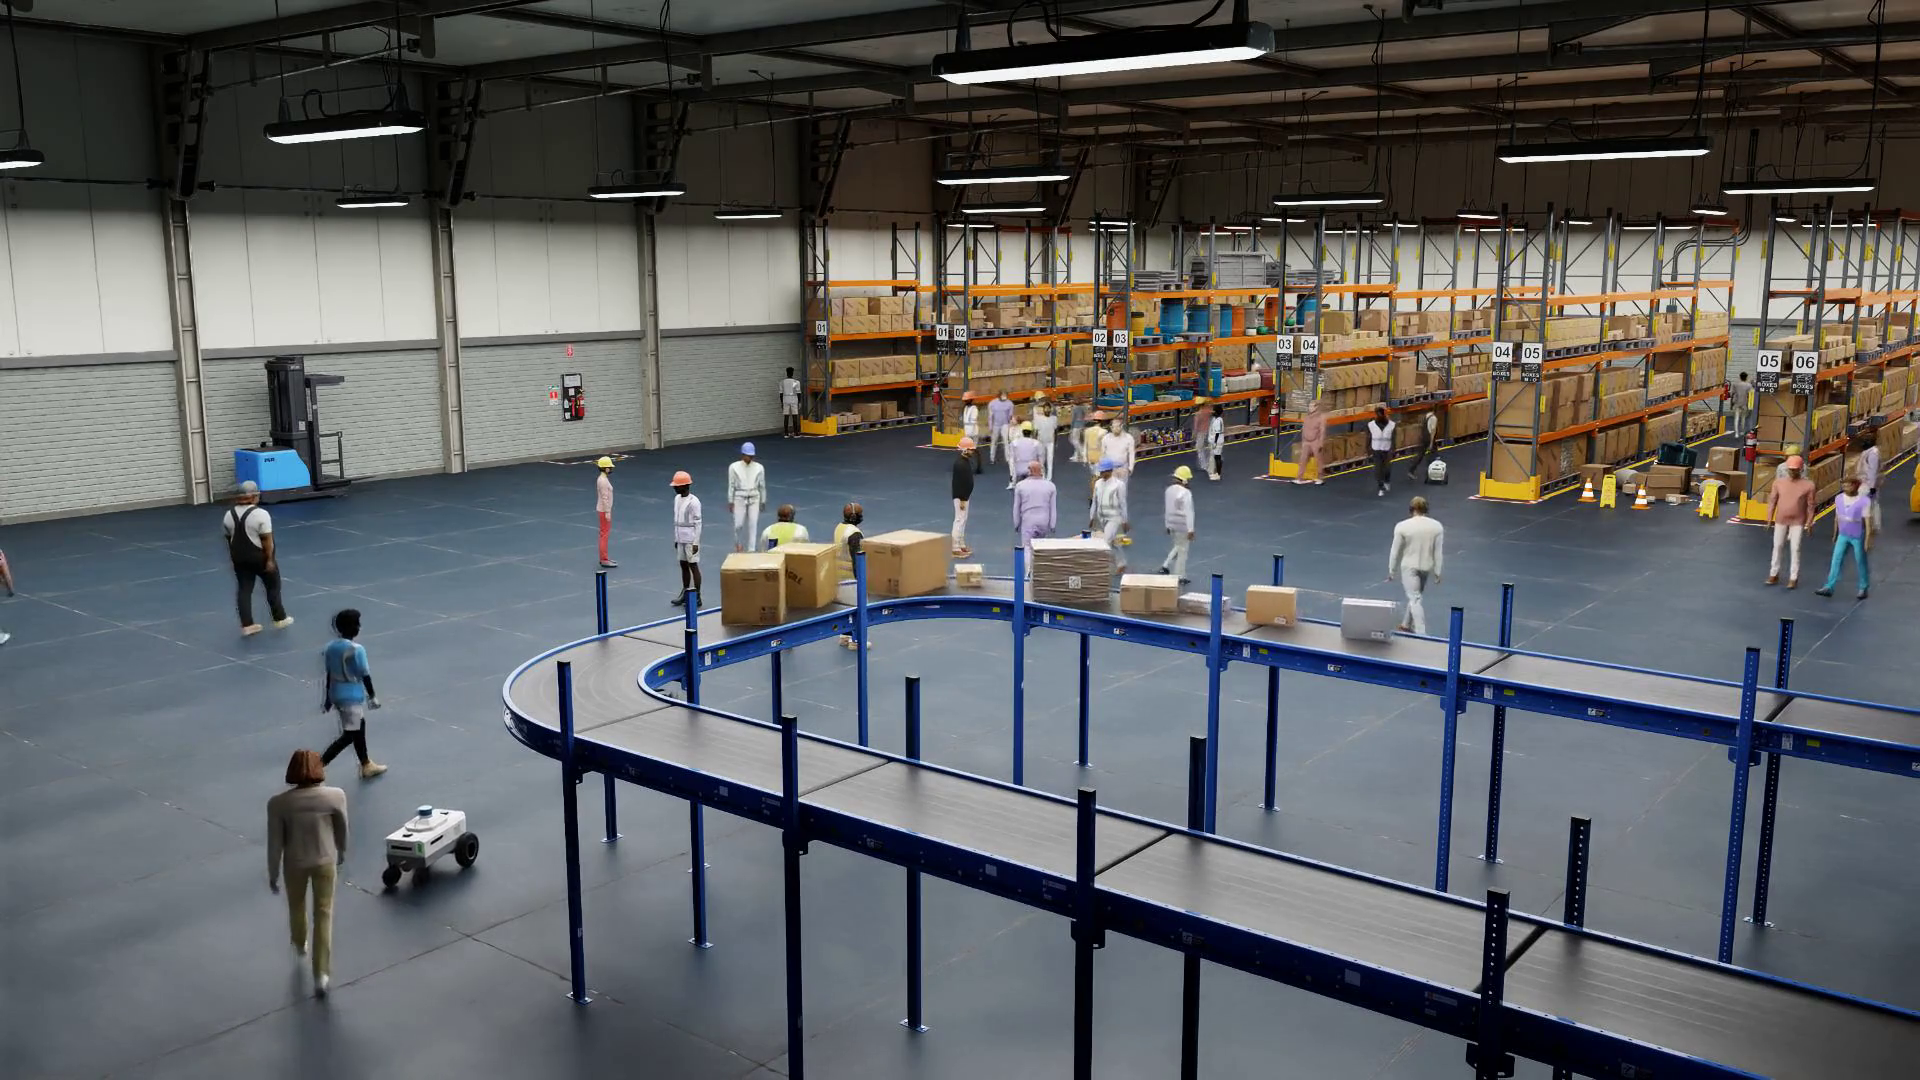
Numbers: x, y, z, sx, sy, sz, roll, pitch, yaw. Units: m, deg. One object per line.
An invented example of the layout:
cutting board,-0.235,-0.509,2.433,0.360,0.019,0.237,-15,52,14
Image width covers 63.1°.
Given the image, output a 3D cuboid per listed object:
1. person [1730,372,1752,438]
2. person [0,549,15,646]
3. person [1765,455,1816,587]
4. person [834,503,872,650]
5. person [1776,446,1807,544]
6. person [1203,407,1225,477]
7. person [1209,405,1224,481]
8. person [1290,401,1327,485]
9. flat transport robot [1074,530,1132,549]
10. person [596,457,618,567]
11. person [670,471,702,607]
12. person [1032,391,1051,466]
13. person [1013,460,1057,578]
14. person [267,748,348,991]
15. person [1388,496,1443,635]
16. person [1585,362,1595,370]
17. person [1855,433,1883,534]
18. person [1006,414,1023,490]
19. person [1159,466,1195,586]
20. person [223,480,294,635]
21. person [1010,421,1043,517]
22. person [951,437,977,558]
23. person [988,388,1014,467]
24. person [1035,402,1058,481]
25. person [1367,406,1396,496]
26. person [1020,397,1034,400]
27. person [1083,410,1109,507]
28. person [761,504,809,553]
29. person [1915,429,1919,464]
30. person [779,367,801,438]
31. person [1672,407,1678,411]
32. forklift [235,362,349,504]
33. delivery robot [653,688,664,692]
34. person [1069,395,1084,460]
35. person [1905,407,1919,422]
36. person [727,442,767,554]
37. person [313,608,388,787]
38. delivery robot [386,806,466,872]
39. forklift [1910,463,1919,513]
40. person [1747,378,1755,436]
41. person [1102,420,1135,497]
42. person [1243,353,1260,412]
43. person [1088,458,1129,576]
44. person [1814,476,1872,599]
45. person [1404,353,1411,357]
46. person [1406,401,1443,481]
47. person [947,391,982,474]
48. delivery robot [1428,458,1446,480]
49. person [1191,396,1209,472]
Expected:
person,21.737,-3.764,43.550,0.545,1.813,0.968,6,12,31
person,-12.139,0.611,19.539,0.540,1.586,0.880,0,10,-2
person,12.456,-0.290,23.488,0.622,1.990,0.400,9,13,41
person,-1.362,0.444,19.784,0.430,1.844,0.624,-5,11,-25
person,14.456,-0.806,27.221,0.890,1.703,0.497,-8,13,-38
person,5.767,-2.219,35.399,0.416,1.622,0.529,4,11,19
person,5.740,-2.179,34.955,0.318,1.697,0.535,3,10,14
person,7.639,-2.100,34.056,0.979,1.852,0.669,-9,14,-42
flat transport robot,2.312,0.041,26.589,0.652,0.197,1.431,6,12,32
person,-5.666,-0.459,25.078,0.310,1.768,0.533,-3,11,-17
person,-3.873,-0.013,22.092,0.376,1.934,0.547,-9,14,-43
person,1.902,-2.683,37.529,0.599,1.790,0.884,-7,12,-35
person,1.142,-0.256,23.640,0.667,1.879,0.725,-1,10,-5
person,-4.428,2.186,10.660,0.504,1.591,0.873,-4,11,-20
person,5.844,0.374,20.056,0.647,1.893,1.011,-2,10,-9
person,19.302,-4.581,48.063,0.652,1.856,1.024,-9,13,-40
person,16.337,-1.011,28.095,0.568,1.809,0.632,5,11,28
person,1.266,-1.905,33.608,0.519,1.622,0.629,10,14,44
person,3.320,-0.212,23.565,0.420,1.819,0.598,-4,11,-21
person,-9.244,0.213,20.640,0.710,2.000,0.847,2,10,13
person,1.257,-1.299,29.485,0.616,1.869,0.994,1,10,4
person,0.073,-0.712,25.902,0.416,1.985,0.617,2,10,12
person,0.978,-2.689,37.340,0.651,1.872,0.892,-1,10,-6
person,1.884,-2.137,34.346,0.534,1.840,0.925,0,10,-2
person,8.824,-1.883,32.807,0.613,1.877,0.532,2,10,11
person,2.065,-4.313,46.621,0.538,1.819,1.010,7,12,34
person,2.796,-1.625,31.218,0.559,1.910,0.743,10,14,43
person,-2.228,0.434,19.992,0.611,1.802,0.891,1,10,8
person,20.101,-1.832,32.354,0.582,1.921,0.404,8,13,38
person,-4.702,-3.822,43.443,0.616,1.963,0.361,2,10,11
person,21.978,-4.668,48.037,0.609,2.031,0.609,-2,10,-10
forklift,-13.803,-2.244,32.110,1.129,2.768,1.873,8,13,37
delivery robot,-3.347,1.445,16.892,0.335,0.223,0.698,-4,11,-20
person,2.897,-2.753,38.389,0.444,1.618,0.529,7,12,35
person,25.918,-3.553,42.316,0.936,1.844,0.594,10,14,43
person,-3.476,-0.639,25.602,0.637,1.935,0.421,-3,11,-19
person,-5.742,1.469,14.509,0.527,1.663,0.796,9,13,41
delivery robot,-4.247,2.361,12.457,0.477,0.478,0.707,2,11,13
forklift,19.034,-1.348,28.998,2.313,2.155,1.214,8,13,37
person,22.177,-3.708,43.763,0.528,1.614,0.440,3,11,17
person,3.047,-1.401,30.155,0.643,1.857,0.993,1,10,8
person,9.476,-5.144,51.015,0.608,1.914,0.416,6,12,32
person,2.286,-0.331,24.040,1.044,1.887,0.616,-8,13,-37
person,12.841,-0.032,22.600,0.968,1.784,0.682,-4,11,-23
person,14.722,-5.236,51.637,0.980,1.884,0.561,2,10,13
person,10.346,-2.186,34.729,0.963,1.804,0.534,-4,11,-20
person,0.125,-2.443,35.847,0.920,1.897,0.572,-5,11,-27
delivery robot,10.577,-1.581,34.658,0.477,0.478,0.707,4,11,20
person,5.559,-2.473,36.440,0.556,1.742,0.560,8,13,38
